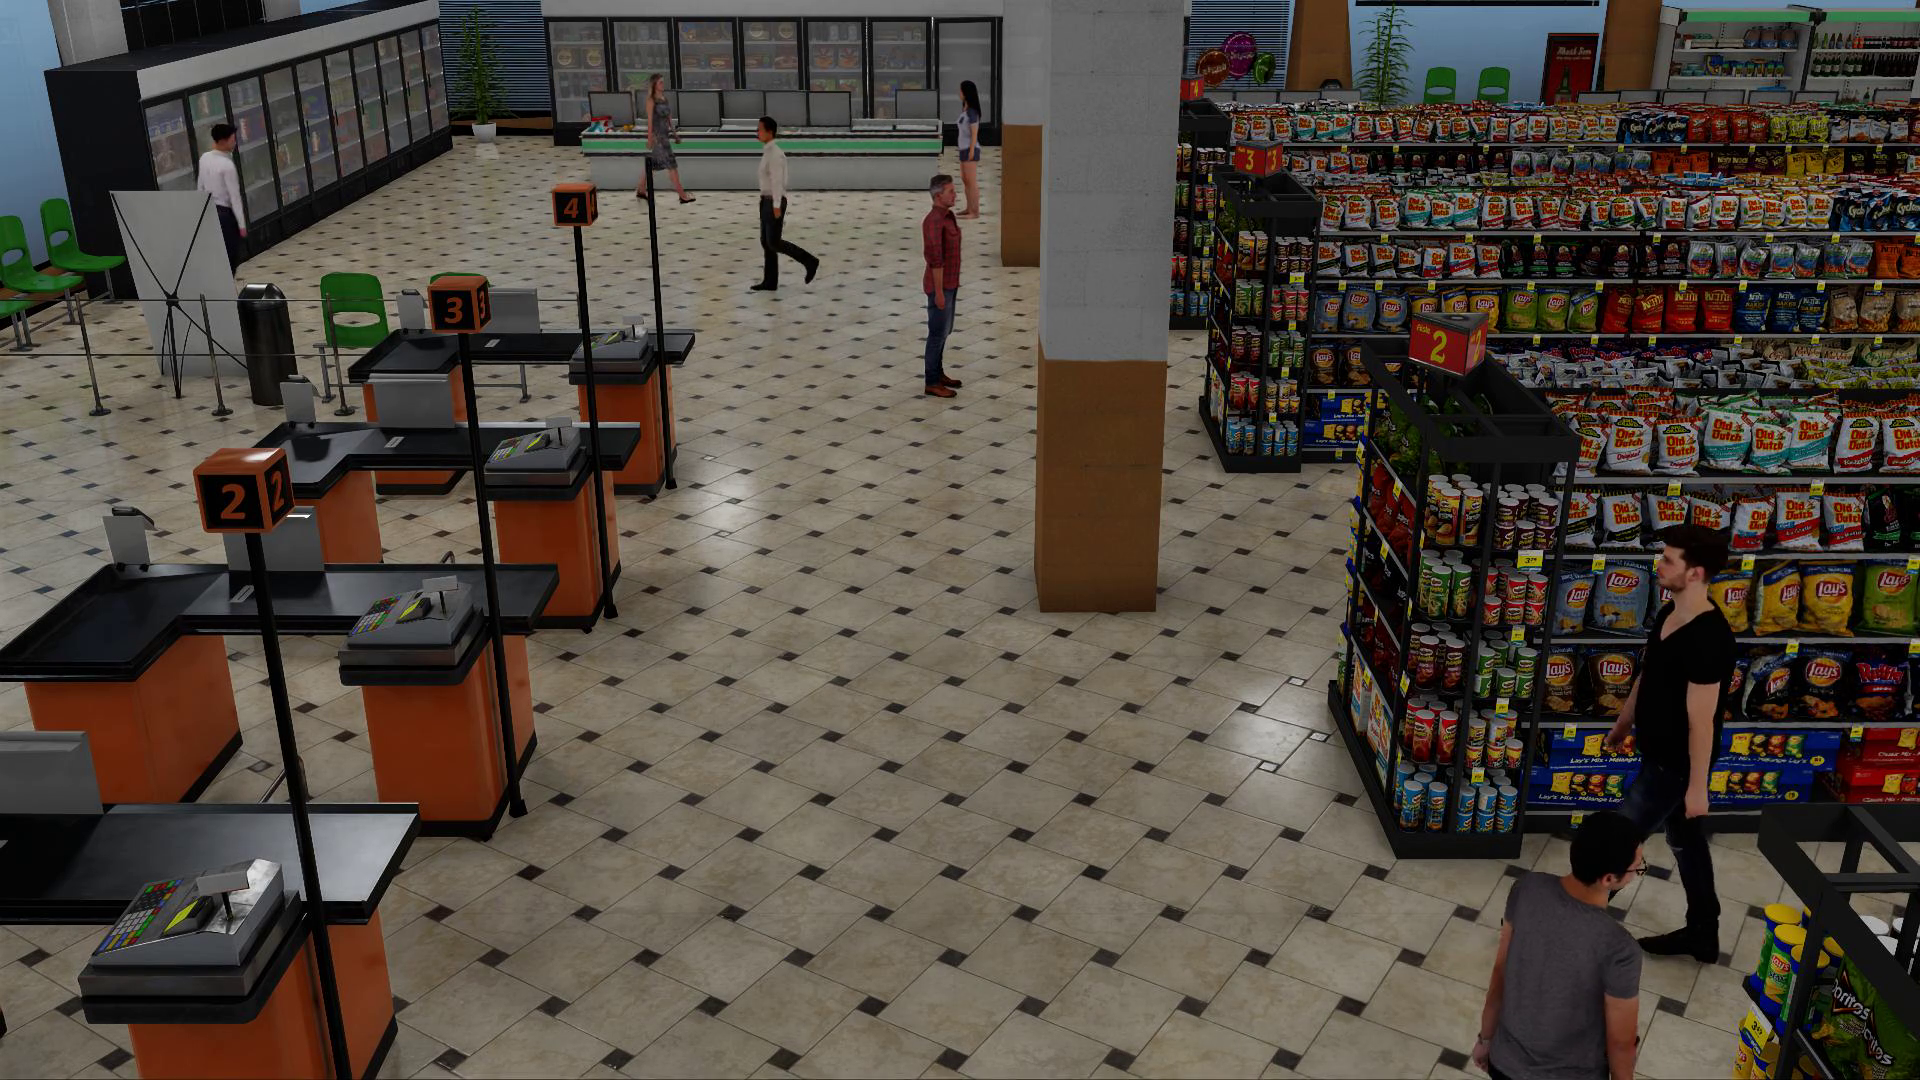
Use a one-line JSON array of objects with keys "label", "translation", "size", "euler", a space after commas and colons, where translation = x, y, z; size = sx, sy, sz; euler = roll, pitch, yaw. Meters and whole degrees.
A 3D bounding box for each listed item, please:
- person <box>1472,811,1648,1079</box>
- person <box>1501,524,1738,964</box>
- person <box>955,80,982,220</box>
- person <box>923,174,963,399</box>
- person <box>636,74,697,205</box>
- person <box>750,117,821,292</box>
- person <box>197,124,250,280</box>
[{"label": "person", "translation": [1.643, 1.573, 4.801], "size": [0.813, 1.734, 0.759], "euler": [-11, 25, -26]}, {"label": "person", "translation": [2.851, 0.858, 6.413], "size": [1.167, 1.858, 0.872], "euler": [5, 22, 13]}, {"label": "person", "translation": [0.112, -4.943, 21.053], "size": [0.597, 1.706, 0.645], "euler": [-5, 23, -13]}, {"label": "person", "translation": [-0.160, -2.141, 13.914], "size": [0.581, 1.830, 0.720], "euler": [3, 22, 7]}, {"label": "person", "translation": [-4.018, -5.232, 21.847], "size": [1.215, 1.651, 0.814], "euler": [7, 23, 16]}, {"label": "person", "translation": [-1.840, -3.469, 17.265], "size": [1.041, 1.796, 0.818], "euler": [-5, 22, -13]}, {"label": "person", "translation": [-7.387, -3.184, 16.508], "size": [0.937, 1.831, 0.969], "euler": [8, 23, 20]}]
